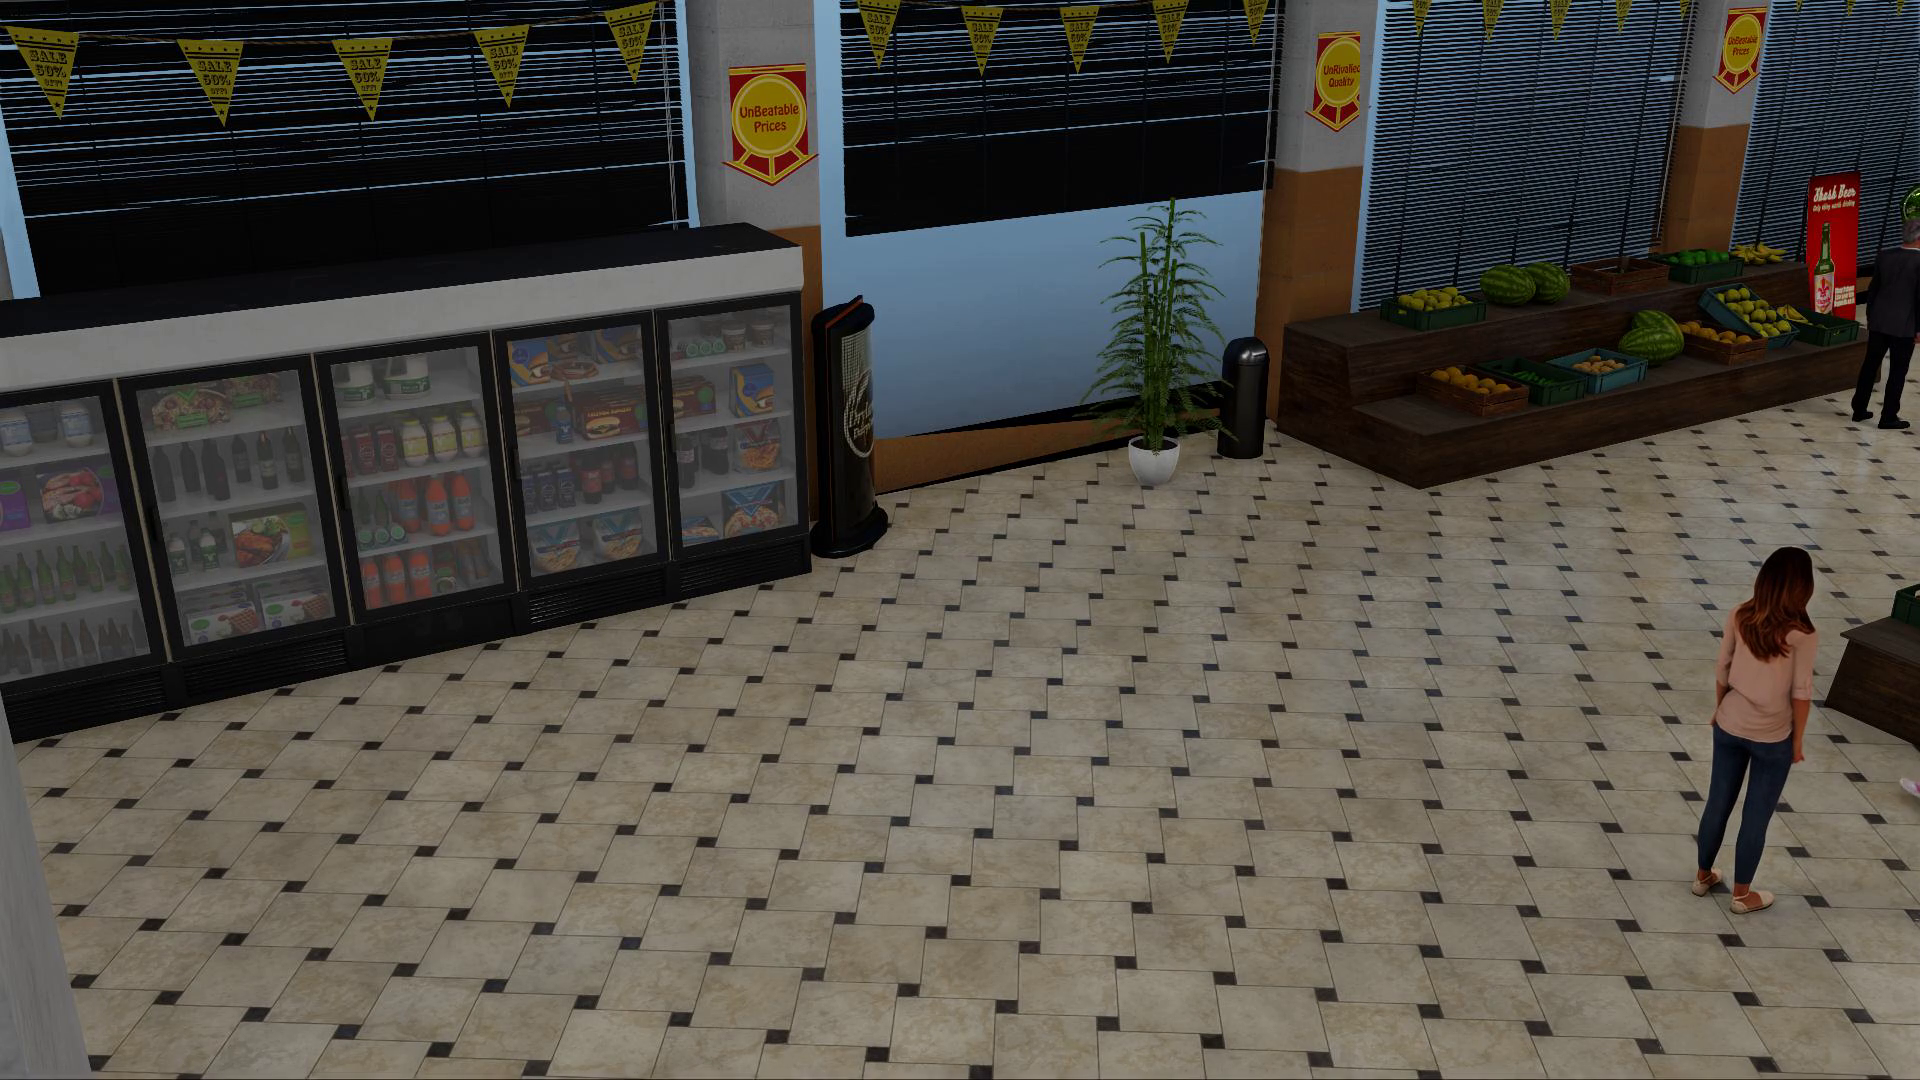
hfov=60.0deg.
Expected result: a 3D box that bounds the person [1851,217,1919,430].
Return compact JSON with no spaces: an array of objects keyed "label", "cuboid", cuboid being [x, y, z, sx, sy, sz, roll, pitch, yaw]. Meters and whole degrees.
[{"label":"person","cuboid":[8.118,-1.892,14.425,0.589,1.842,0.711,-11,24,-26]}]

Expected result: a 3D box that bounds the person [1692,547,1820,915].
[{"label":"person","cuboid":[3.637,0.870,7.618,0.548,1.792,0.607,-15,26,-33]}]
